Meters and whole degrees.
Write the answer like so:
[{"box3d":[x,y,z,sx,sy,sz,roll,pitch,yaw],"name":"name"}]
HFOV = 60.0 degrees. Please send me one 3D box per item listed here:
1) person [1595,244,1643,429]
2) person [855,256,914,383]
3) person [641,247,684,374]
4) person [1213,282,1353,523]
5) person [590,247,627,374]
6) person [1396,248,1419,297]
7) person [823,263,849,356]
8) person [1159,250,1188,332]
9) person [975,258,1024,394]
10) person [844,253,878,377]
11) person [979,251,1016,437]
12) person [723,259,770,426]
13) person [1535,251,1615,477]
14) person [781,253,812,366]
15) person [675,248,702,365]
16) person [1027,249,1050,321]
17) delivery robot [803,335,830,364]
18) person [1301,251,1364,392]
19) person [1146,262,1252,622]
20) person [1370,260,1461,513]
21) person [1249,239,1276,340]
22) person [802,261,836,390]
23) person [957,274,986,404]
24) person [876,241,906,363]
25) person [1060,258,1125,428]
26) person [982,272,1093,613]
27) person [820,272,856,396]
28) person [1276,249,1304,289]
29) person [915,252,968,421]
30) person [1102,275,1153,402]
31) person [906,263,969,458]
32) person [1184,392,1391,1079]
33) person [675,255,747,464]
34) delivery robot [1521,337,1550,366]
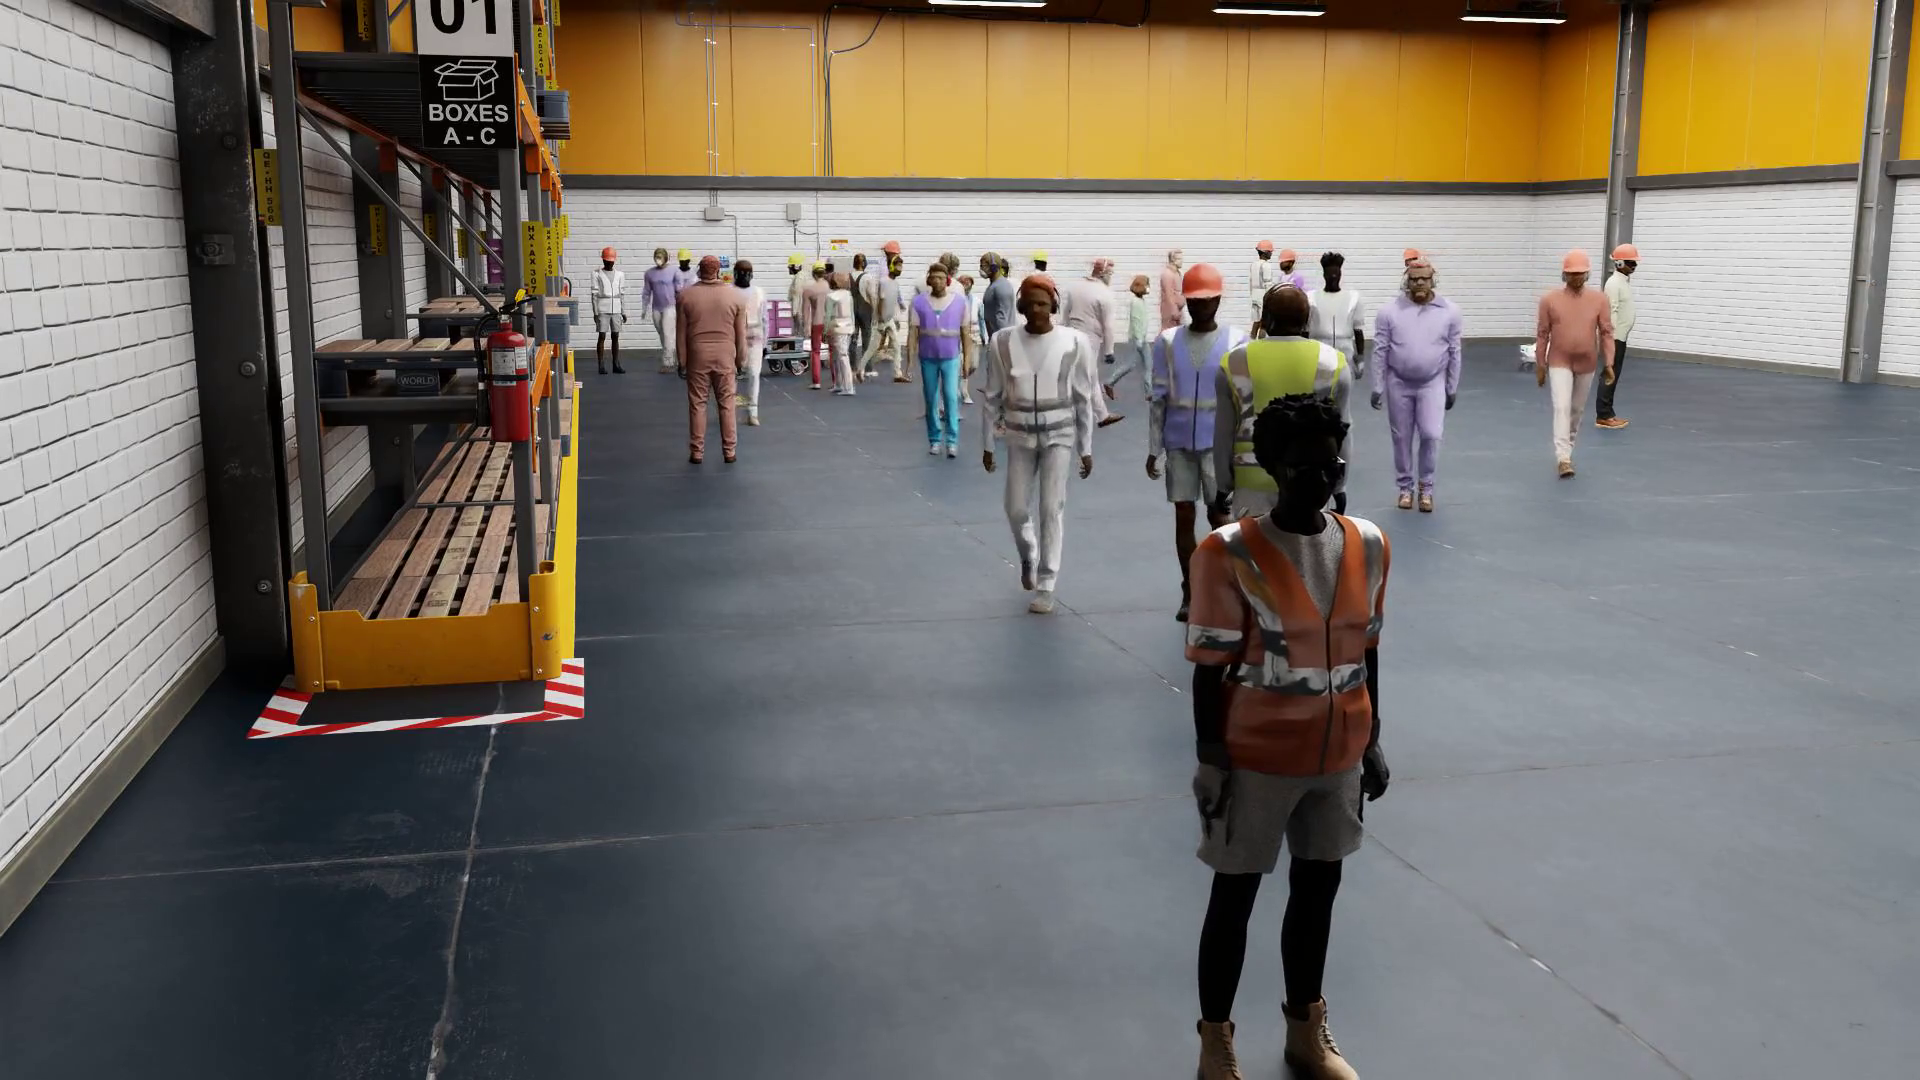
[{"box3d":[7.164,-2.214,18.098,0.395,1.992,0.622,6,12,30],"name":"person"},{"box3d":[-1.125,-3.138,23.781,0.817,1.820,0.553,5,11,24],"name":"person"},{"box3d":[-4.579,-3.488,25.373,0.654,1.909,0.797,4,11,20],"name":"person"},{"box3d":[1.485,-0.258,7.686,0.633,1.843,0.429,2,10,11],"name":"person"},{"box3d":[-5.339,-3.489,25.354,0.543,1.928,0.371,-7,13,-35],"name":"person"},{"box3d":[7.431,-3.902,27.716,0.883,1.897,0.560,-3,11,-14],"name":"person"},{"box3d":[-2.247,-3.794,27.821,0.884,1.653,0.530,2,10,9],"name":"person"},{"box3d":[3.339,-3.494,25.508,0.670,1.884,0.649,5,11,25],"name":"person"},{"box3d":[0.601,-2.754,21.676,0.992,1.792,0.517,7,12,33],"name":"person"},{"box3d":[-1.477,-3.337,24.750,0.507,1.843,0.346,5,11,26],"name":"person"},{"box3d":[0.394,-2.029,17.296,0.391,1.925,0.624,-2,10,-9],"name":"person"},{"box3d":[-2.413,-2.186,18.402,0.640,1.830,0.605,-4,11,-21],"name":"person"},{"box3d":[5.346,-1.533,14.493,0.620,1.947,1.022,1,10,8],"name":"person"},{"box3d":[-2.673,-3.726,26.962,0.720,1.810,0.633,0,10,0],"name":"person"},{"box3d":[-4.409,-3.763,26.938,0.605,1.904,0.485,2,10,11],"name":"person"},{"box3d":[1.210,-3.752,26.920,0.939,1.888,0.596,-4,11,-23],"name":"person"},{"box3d":[-2.313,-2.944,25.878,0.707,0.478,0.477,-5,11,-27],"name":"delivery robot"},{"box3d":[3.479,-1.739,15.632,0.618,1.937,0.855,1,10,3],"name":"person"},{"box3d":[1.291,-0.526,8.938,0.553,1.922,0.451,3,11,18],"name":"person"},{"box3d":[3.403,-1.145,12.472,0.664,1.881,0.663,3,11,15],"name":"person"},{"box3d":[5.078,-4.000,27.864,0.375,2.043,0.611,-4,11,-20],"name":"person"},{"box3d":[-1.891,-2.917,22.684,0.550,1.744,0.436,-2,11,-13],"name":"person"},{"box3d":[0.043,-2.537,20.924,0.514,1.614,0.633,-5,12,-28],"name":"person"},{"box3d":[-1.129,-3.933,27.569,0.663,2.016,0.640,1,10,6],"name":"person"},{"box3d":[1.404,-2.077,17.780,0.854,1.843,0.694,-6,12,-28],"name":"person"},{"box3d":[0.438,-0.551,9.244,0.623,1.865,0.548,2,10,10],"name":"person"},{"box3d":[-1.626,-2.701,21.829,0.591,1.610,0.514,6,12,28],"name":"person"},{"box3d":[4.620,-3.218,23.924,0.931,1.896,0.574,-5,11,-26],"name":"person"},{"box3d":[-0.225,-2.272,18.700,0.733,1.901,0.527,6,12,31],"name":"person"},{"box3d":[2.195,-2.530,20.918,0.744,1.609,0.505,5,11,24],"name":"person"},{"box3d":[-0.210,-1.665,15.575,0.575,1.813,0.867,1,10,4],"name":"person"},{"box3d":[0.770,0.500,3.887,0.542,1.695,0.316,-4,11,-22],"name":"person"},{"box3d":[-2.273,-1.644,15.211,0.645,1.904,0.401,-2,10,-12],"name":"person"},{"box3d":[9.000,-2.885,25.549,0.707,0.478,0.477,1,10,4],"name":"delivery robot"}]
